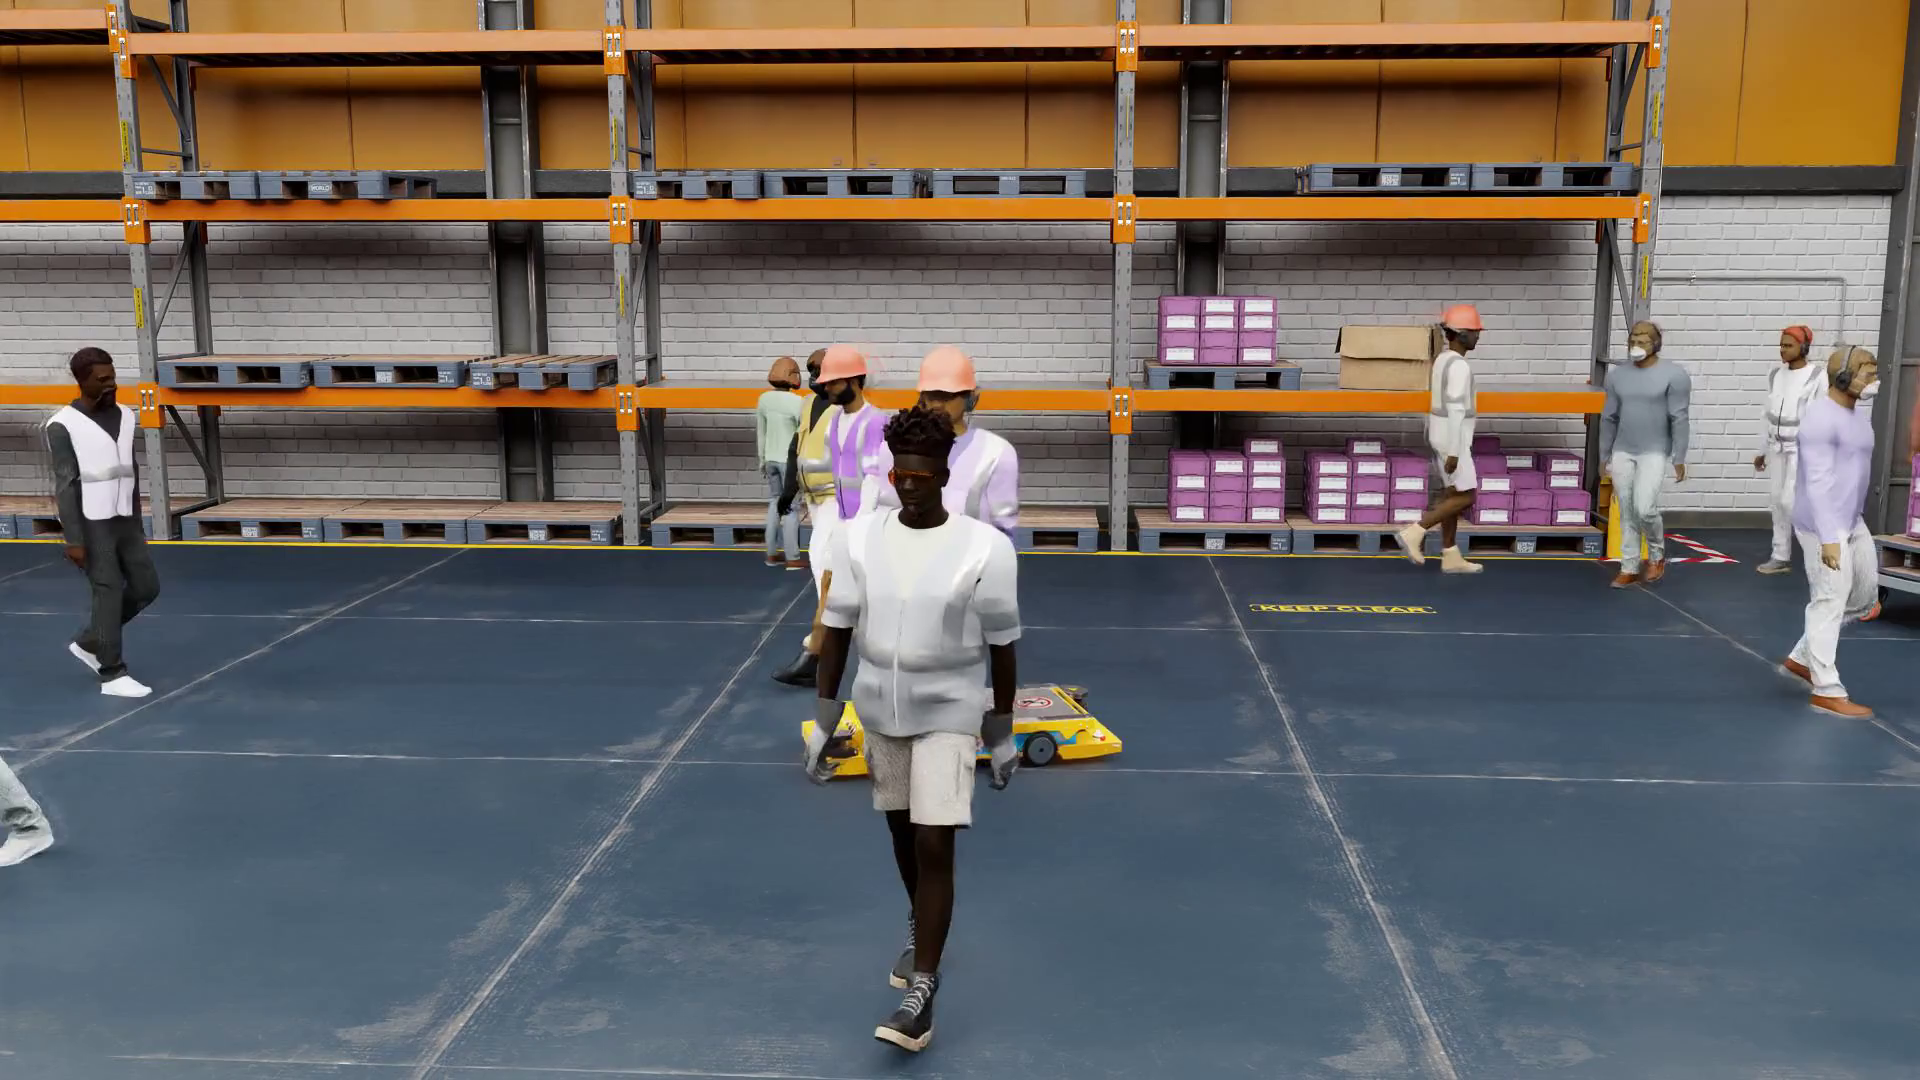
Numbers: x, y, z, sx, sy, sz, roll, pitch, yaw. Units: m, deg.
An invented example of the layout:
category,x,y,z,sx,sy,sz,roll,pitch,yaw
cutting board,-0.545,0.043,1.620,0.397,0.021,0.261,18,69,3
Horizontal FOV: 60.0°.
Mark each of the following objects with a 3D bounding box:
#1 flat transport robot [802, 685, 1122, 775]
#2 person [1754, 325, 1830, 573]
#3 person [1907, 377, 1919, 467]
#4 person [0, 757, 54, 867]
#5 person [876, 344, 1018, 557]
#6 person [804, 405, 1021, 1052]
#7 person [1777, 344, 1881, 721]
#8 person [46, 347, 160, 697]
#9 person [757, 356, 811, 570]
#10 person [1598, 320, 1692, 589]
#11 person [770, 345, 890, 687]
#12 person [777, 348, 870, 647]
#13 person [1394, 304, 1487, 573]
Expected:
category,x,y,z,sx,sy,sz,roll,pitch,yaw
flat transport robot,-0.004,0.894,7.977,1.431,0.197,0.652,-2,10,-13
person,6.215,-0.660,12.403,0.438,1.871,0.594,-3,10,-17
person,7.619,-0.732,12.585,0.977,1.942,0.629,-5,11,-25
person,-3.989,0.474,6.285,0.937,1.691,0.500,-9,13,-42
person,-0.041,0.162,7.162,0.616,2.023,0.854,3,10,18
person,-0.152,0.554,5.162,0.628,1.952,0.747,4,10,22
person,4.556,-0.042,8.602,0.652,1.931,0.482,-8,13,-40
person,-4.626,-0.090,8.970,0.464,1.900,0.619,2,10,11
person,-1.312,-0.576,12.627,0.516,1.632,0.314,8,13,40
person,4.843,-0.597,11.863,0.438,1.926,0.653,-7,12,-36
person,-0.611,-0.101,9.059,0.933,1.888,0.557,-8,12,-38
person,-0.856,-0.257,10.183,0.633,1.818,0.629,-7,12,-35
person,3.616,-0.736,12.395,0.602,2.027,0.610,0,10,1
